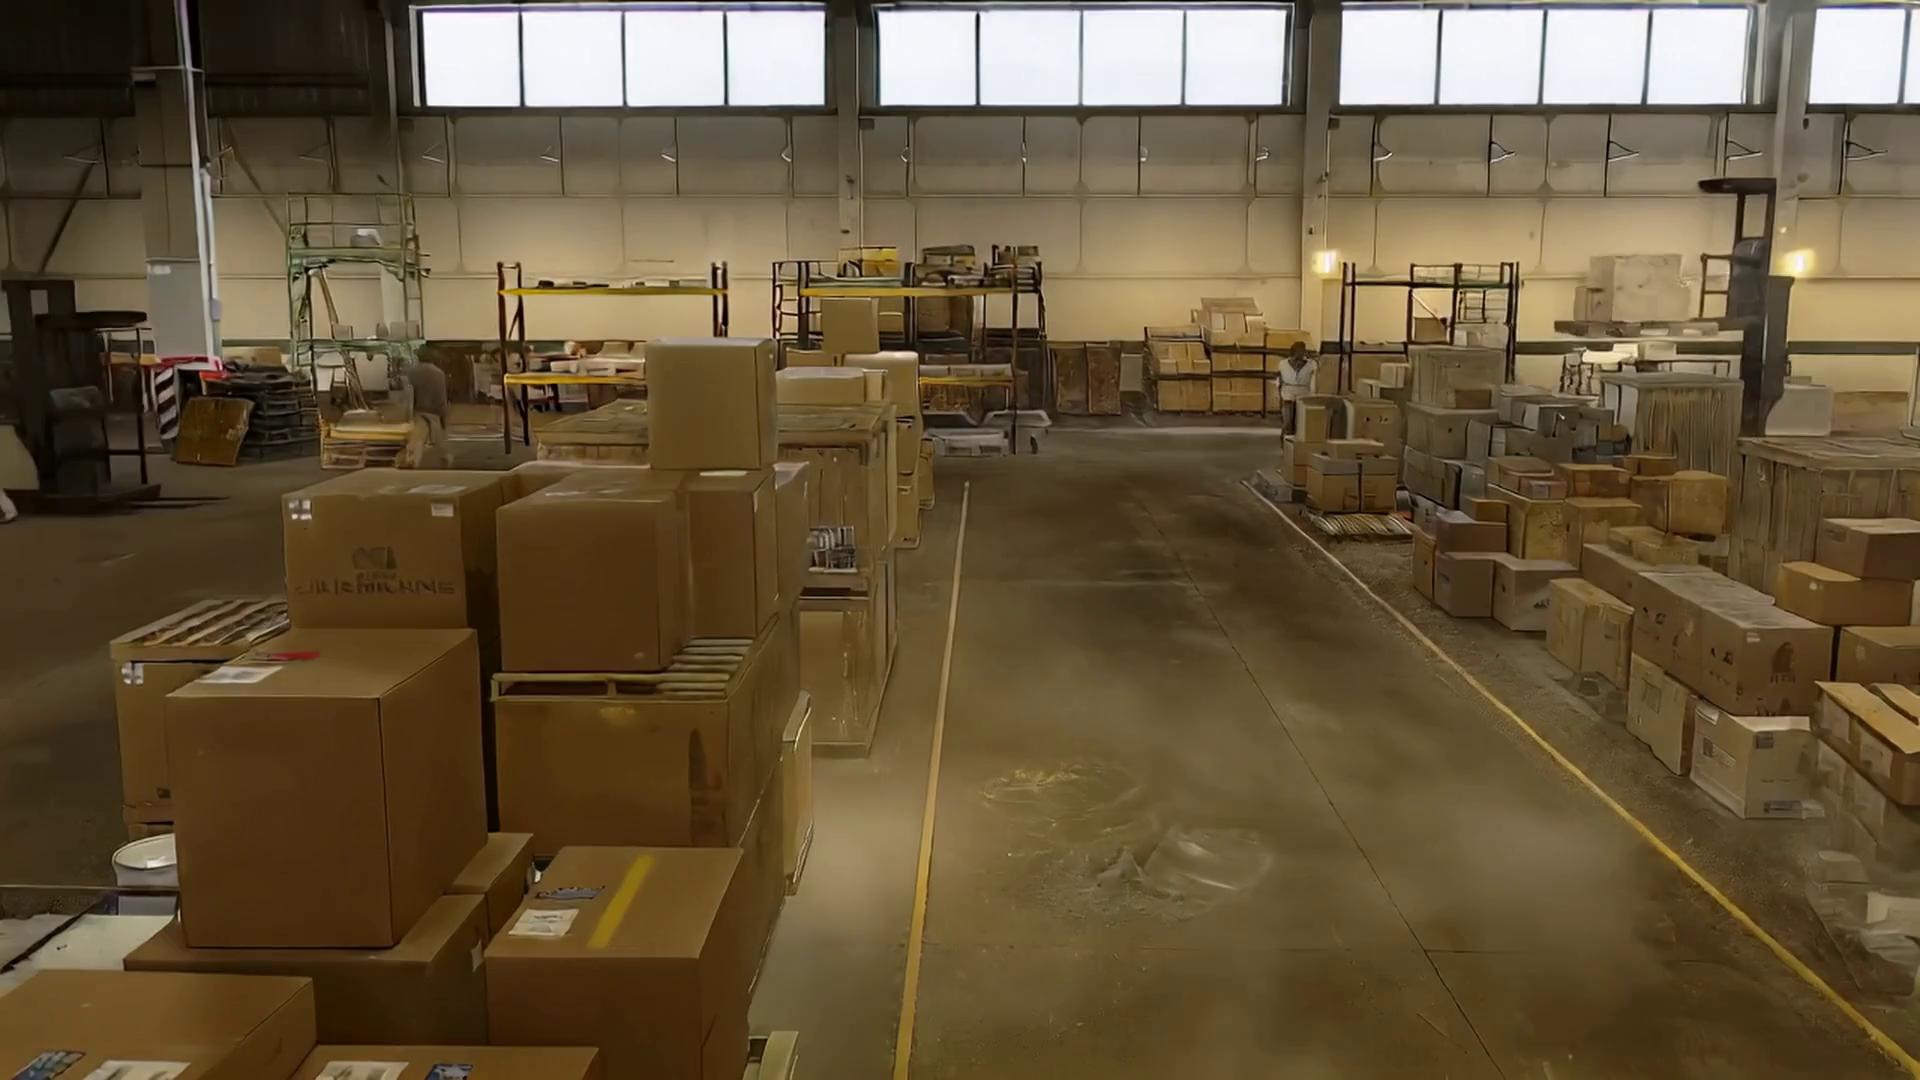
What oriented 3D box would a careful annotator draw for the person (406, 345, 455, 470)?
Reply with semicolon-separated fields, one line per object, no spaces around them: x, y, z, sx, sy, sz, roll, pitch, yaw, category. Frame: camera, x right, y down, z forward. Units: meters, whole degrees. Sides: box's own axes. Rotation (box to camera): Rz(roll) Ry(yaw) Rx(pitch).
-7.337;-1.751;23.049;0.652;1.902;0.842;3;10;18;person

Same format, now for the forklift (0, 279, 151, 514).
-11.104;-1.772;20.248;1.873;2.768;1.129;1;10;5;forklift

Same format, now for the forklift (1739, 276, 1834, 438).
12.760;-2.798;26.393;1.873;2.768;1.129;0;9;1;forklift

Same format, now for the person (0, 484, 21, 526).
-11.237;-0.904;18.934;0.929;1.581;0.508;-8;12;-39;person

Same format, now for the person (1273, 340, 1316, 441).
5.036;-2.080;25.091;0.605;1.881;0.817;0;9;-1;person
